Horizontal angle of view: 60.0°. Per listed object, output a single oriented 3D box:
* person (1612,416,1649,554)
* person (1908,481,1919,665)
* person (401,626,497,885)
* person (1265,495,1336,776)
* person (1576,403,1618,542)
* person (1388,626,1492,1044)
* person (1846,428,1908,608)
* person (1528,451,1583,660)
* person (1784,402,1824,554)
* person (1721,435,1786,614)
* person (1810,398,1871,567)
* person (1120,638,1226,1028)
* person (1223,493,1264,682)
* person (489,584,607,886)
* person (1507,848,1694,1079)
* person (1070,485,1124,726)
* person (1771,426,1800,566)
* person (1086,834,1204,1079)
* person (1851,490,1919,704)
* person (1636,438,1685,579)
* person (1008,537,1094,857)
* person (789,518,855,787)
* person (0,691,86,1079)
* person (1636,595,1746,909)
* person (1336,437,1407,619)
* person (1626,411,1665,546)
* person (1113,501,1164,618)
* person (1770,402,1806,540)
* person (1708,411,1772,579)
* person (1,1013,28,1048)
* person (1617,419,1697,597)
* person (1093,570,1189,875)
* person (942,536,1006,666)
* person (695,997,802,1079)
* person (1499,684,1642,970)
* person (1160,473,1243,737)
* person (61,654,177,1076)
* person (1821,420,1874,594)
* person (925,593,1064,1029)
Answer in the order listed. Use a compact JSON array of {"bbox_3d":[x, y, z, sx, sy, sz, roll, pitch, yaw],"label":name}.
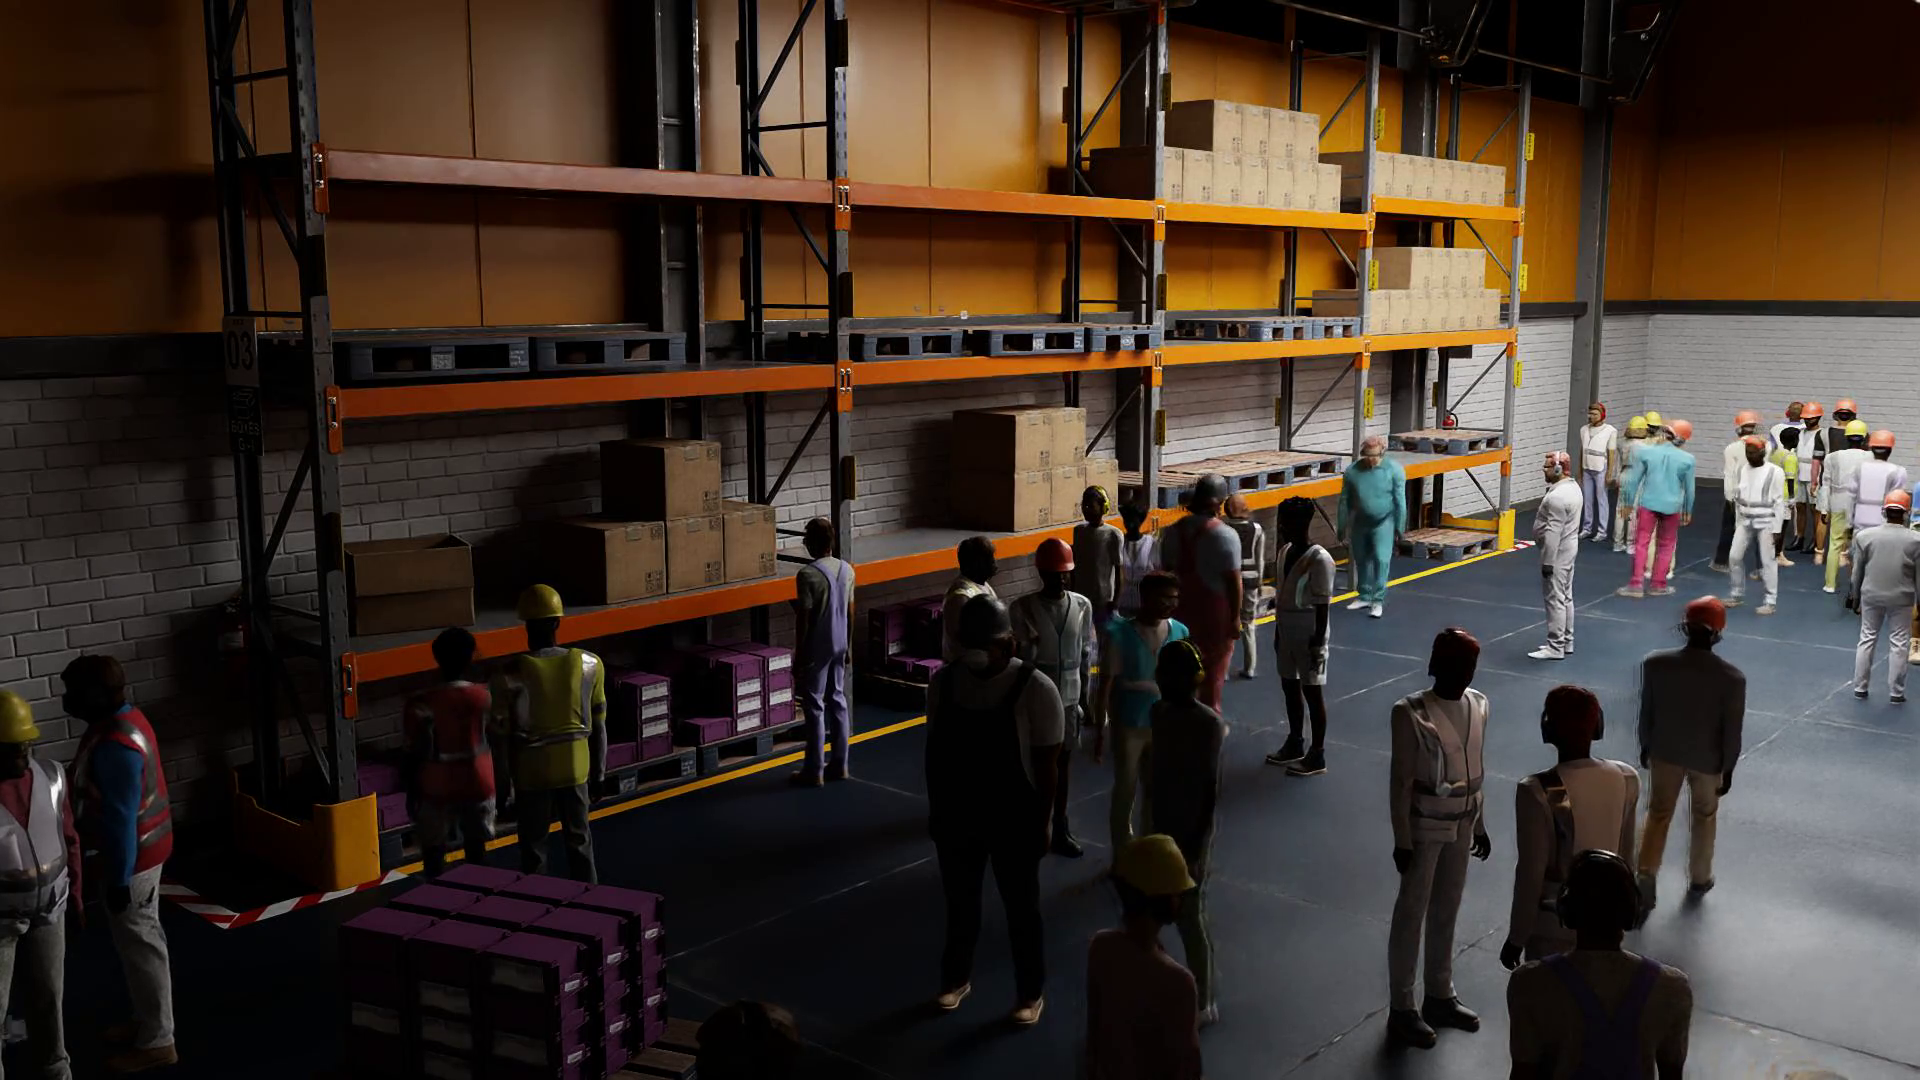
[{"bbox_3d":[8.520,-0.701,21.052,0.319,1.742,0.492,-4,10,-22],"label":"person"},{"bbox_3d":[8.785,0.119,14.803,0.612,2.041,0.394,2,9,14],"label":"person"},{"bbox_3d":[-2.578,1.272,8.534,0.547,1.680,0.502,-4,10,-26],"label":"person"},{"bbox_3d":[2.373,0.659,11.610,0.376,1.958,0.609,-3,9,-21],"label":"person"},{"bbox_3d":[8.432,-0.895,22.010,0.390,1.836,0.561,-4,10,-26],"label":"person"},{"bbox_3d":[2.184,1.319,7.565,0.573,1.887,0.354,-5,10,-31],"label":"person"},{"bbox_3d":[9.437,-0.183,17.124,0.400,1.926,0.562,-7,12,-40],"label":"person"},{"bbox_3d":[5.422,0.135,15.169,0.403,1.900,0.645,6,10,32],"label":"person"},{"bbox_3d":[10.718,-0.785,21.011,0.386,1.929,0.543,-3,9,-21],"label":"person"},{"bbox_3d":[8.245,-0.162,17.197,0.419,1.867,0.604,-5,10,-28],"label":"person"},{"bbox_3d":[10.592,-0.686,20.049,0.611,2.032,0.411,5,10,28],"label":"person"},{"bbox_3d":[0.908,1.357,7.462,0.638,1.840,0.515,-6,11,-34],"label":"person"},{"bbox_3d":[2.356,0.411,14.240,0.543,1.631,0.335,-2,9,-10],"label":"person"},{"bbox_3d":[-2.080,1.175,8.405,0.588,1.918,0.407,-5,10,-31],"label":"person"},{"bbox_3d":[1.795,1.774,4.766,0.508,1.847,0.345,1,9,4],"label":"person"},{"bbox_3d":[1.027,0.498,12.907,0.507,1.874,0.329,8,12,40],"label":"person"},{"bbox_3d":[9.949,-0.529,20.108,0.320,1.693,0.534,1,9,6],"label":"person"},{"bbox_3d":[0.500,1.767,5.115,0.665,1.745,0.526,-4,10,-23],"label":"person"},{"bbox_3d":[7.586,0.458,13.578,0.566,1.744,0.350,8,12,40],"label":"person"},{"bbox_3d":[8.080,-0.358,19.199,0.507,1.631,0.267,2,9,12],"label":"person"},{"bbox_3d":[0.543,0.937,9.862,0.542,1.939,0.365,-3,9,-20],"label":"person"},{"bbox_3d":[-0.936,0.762,11.340,0.355,1.836,0.514,7,11,39],"label":"person"},{"bbox_3d":[-3.789,1.493,6.653,0.403,1.825,0.593,5,10,28],"label":"person"},{"bbox_3d":[3.975,1.159,9.113,0.564,1.726,0.761,7,11,36],"label":"person"},{"bbox_3d":[4.195,-0.128,17.031,0.725,1.846,0.882,5,10,29],"label":"person"},{"bbox_3d":[8.934,-0.792,21.599,0.528,1.761,0.339,1,9,3],"label":"person"},{"bbox_3d":[1.375,0.525,13.370,0.548,1.664,0.765,2,9,15],"label":"person"},{"bbox_3d":[11.022,-0.906,22.047,0.567,1.847,0.389,5,10,29],"label":"person"},{"bbox_3d":[9.136,-0.530,19.324,0.591,1.944,0.990,0,9,-2],"label":"person"},{"bbox_3d":[-4.452,1.367,7.252,0.616,1.882,0.798,2,9,13],"label":"person"},{"bbox_3d":[7.592,-0.341,18.126,0.744,1.947,0.485,5,10,27],"label":"person"},{"bbox_3d":[0.997,1.075,9.364,0.686,1.819,0.571,-4,10,-24],"label":"person"},{"bbox_3d":[0.107,0.888,10.488,0.429,1.842,0.634,2,9,10],"label":"person"},{"bbox_3d":[-0.427,1.926,3.834,0.349,1.838,0.501,-4,9,-22],"label":"person"},{"bbox_3d":[2.365,1.490,6.474,0.579,1.881,0.342,-4,10,-23],"label":"person"},{"bbox_3d":[1.838,0.489,12.421,0.601,2.000,0.685,-7,11,-39],"label":"person"},{"bbox_3d":[-3.669,1.396,7.260,0.431,1.835,0.627,-4,10,-25],"label":"person"},{"bbox_3d":[9.754,-0.351,18.231,0.586,1.920,0.396,4,10,27],"label":"person"},{"bbox_3d":[0.113,1.228,7.656,0.684,2.000,0.537,4,10,26],"label":"person"}]
